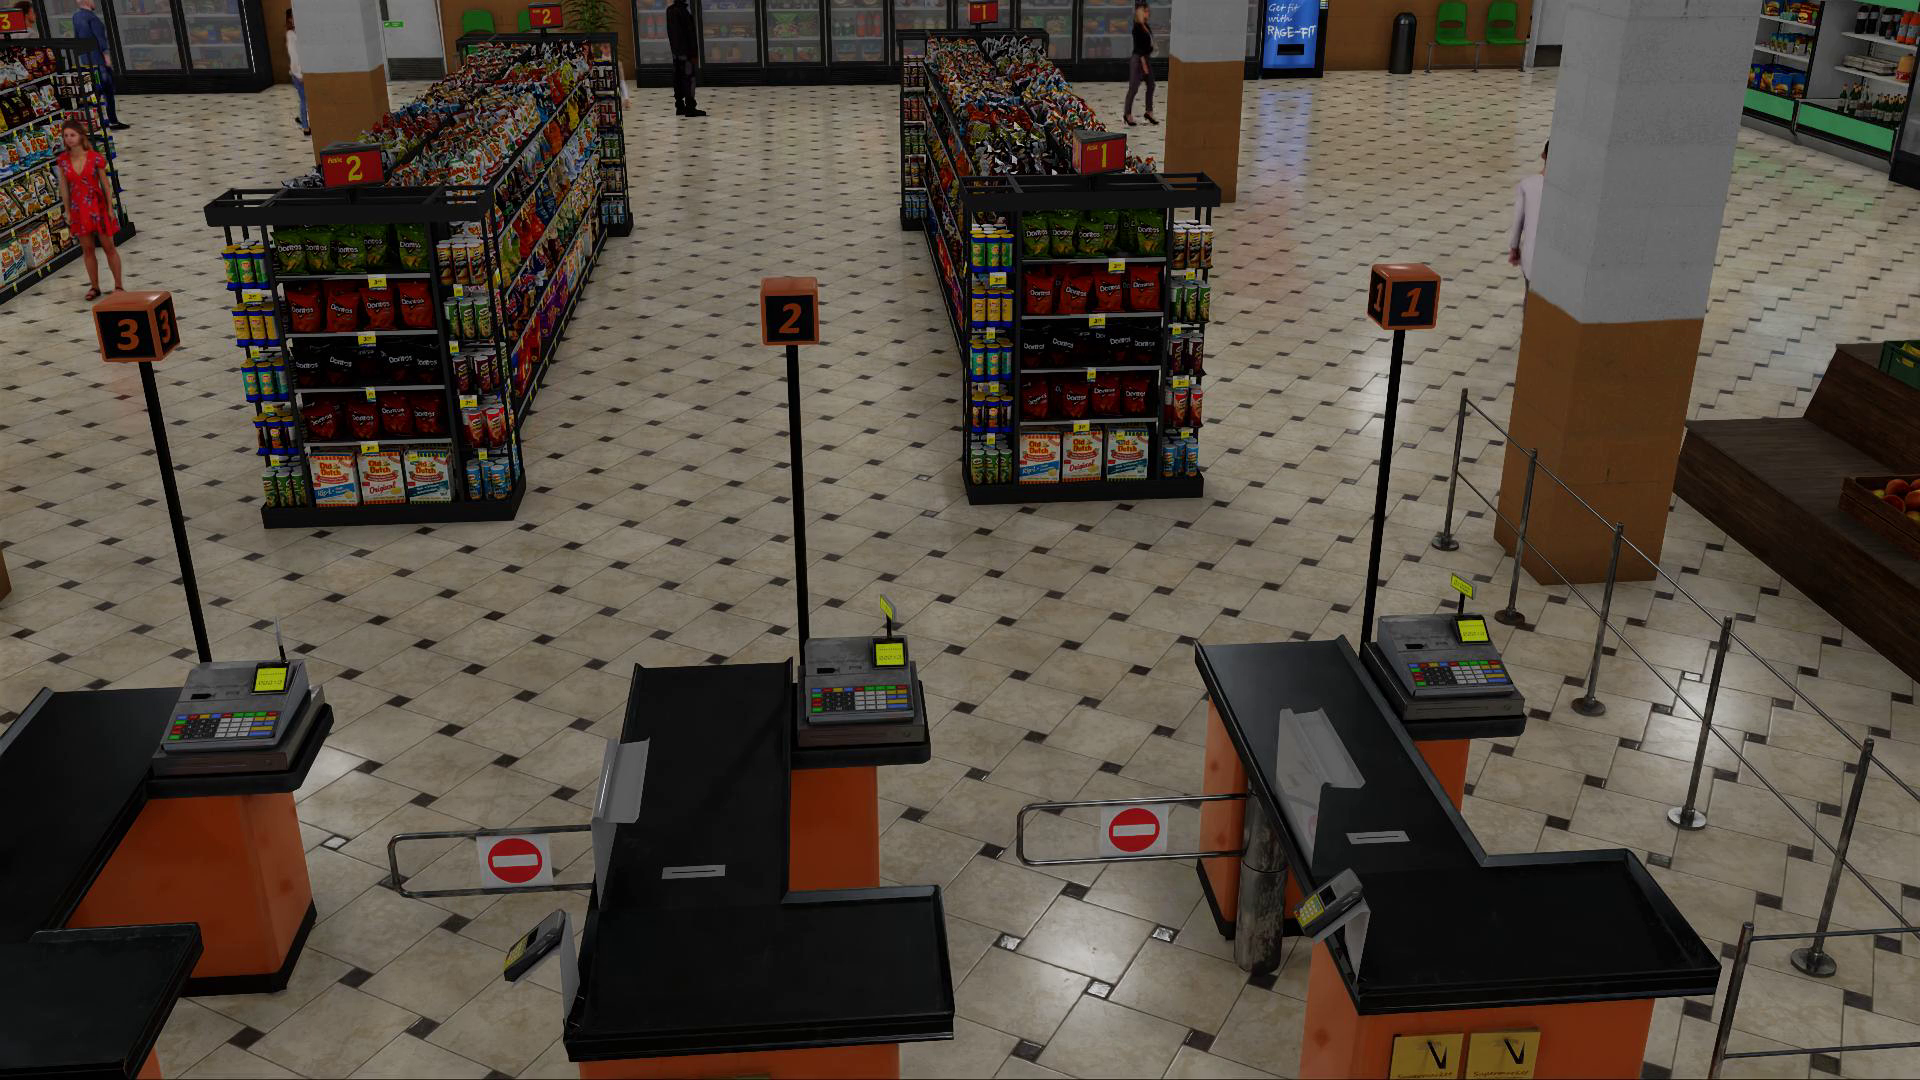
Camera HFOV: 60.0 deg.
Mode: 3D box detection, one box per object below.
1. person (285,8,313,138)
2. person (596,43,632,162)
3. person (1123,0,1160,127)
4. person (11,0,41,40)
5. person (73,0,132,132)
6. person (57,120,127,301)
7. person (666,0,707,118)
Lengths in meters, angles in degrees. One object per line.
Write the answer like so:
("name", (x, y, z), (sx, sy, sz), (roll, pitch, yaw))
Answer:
("person", (-8.929, -6.277, 22.393), (0.749, 1.681, 0.618), (2, 24, 4))
("person", (-4.382, -5.521, 20.859), (0.721, 1.527, 1.014), (-10, 25, -21))
("person", (2.424, -6.600, 23.164), (0.837, 1.656, 0.796), (11, 26, 23))
("person", (-11.742, -5.853, 21.151), (0.756, 1.902, 0.777), (14, 27, 29))
("person", (-11.900, -6.593, 22.937), (0.798, 1.824, 0.796), (12, 26, 25))
("person", (-7.790, -2.958, 14.920), (0.582, 1.592, 0.552), (-4, 24, -9))
("person", (-4.012, -7.065, 24.017), (0.778, 1.825, 0.855), (21, 31, 40))
